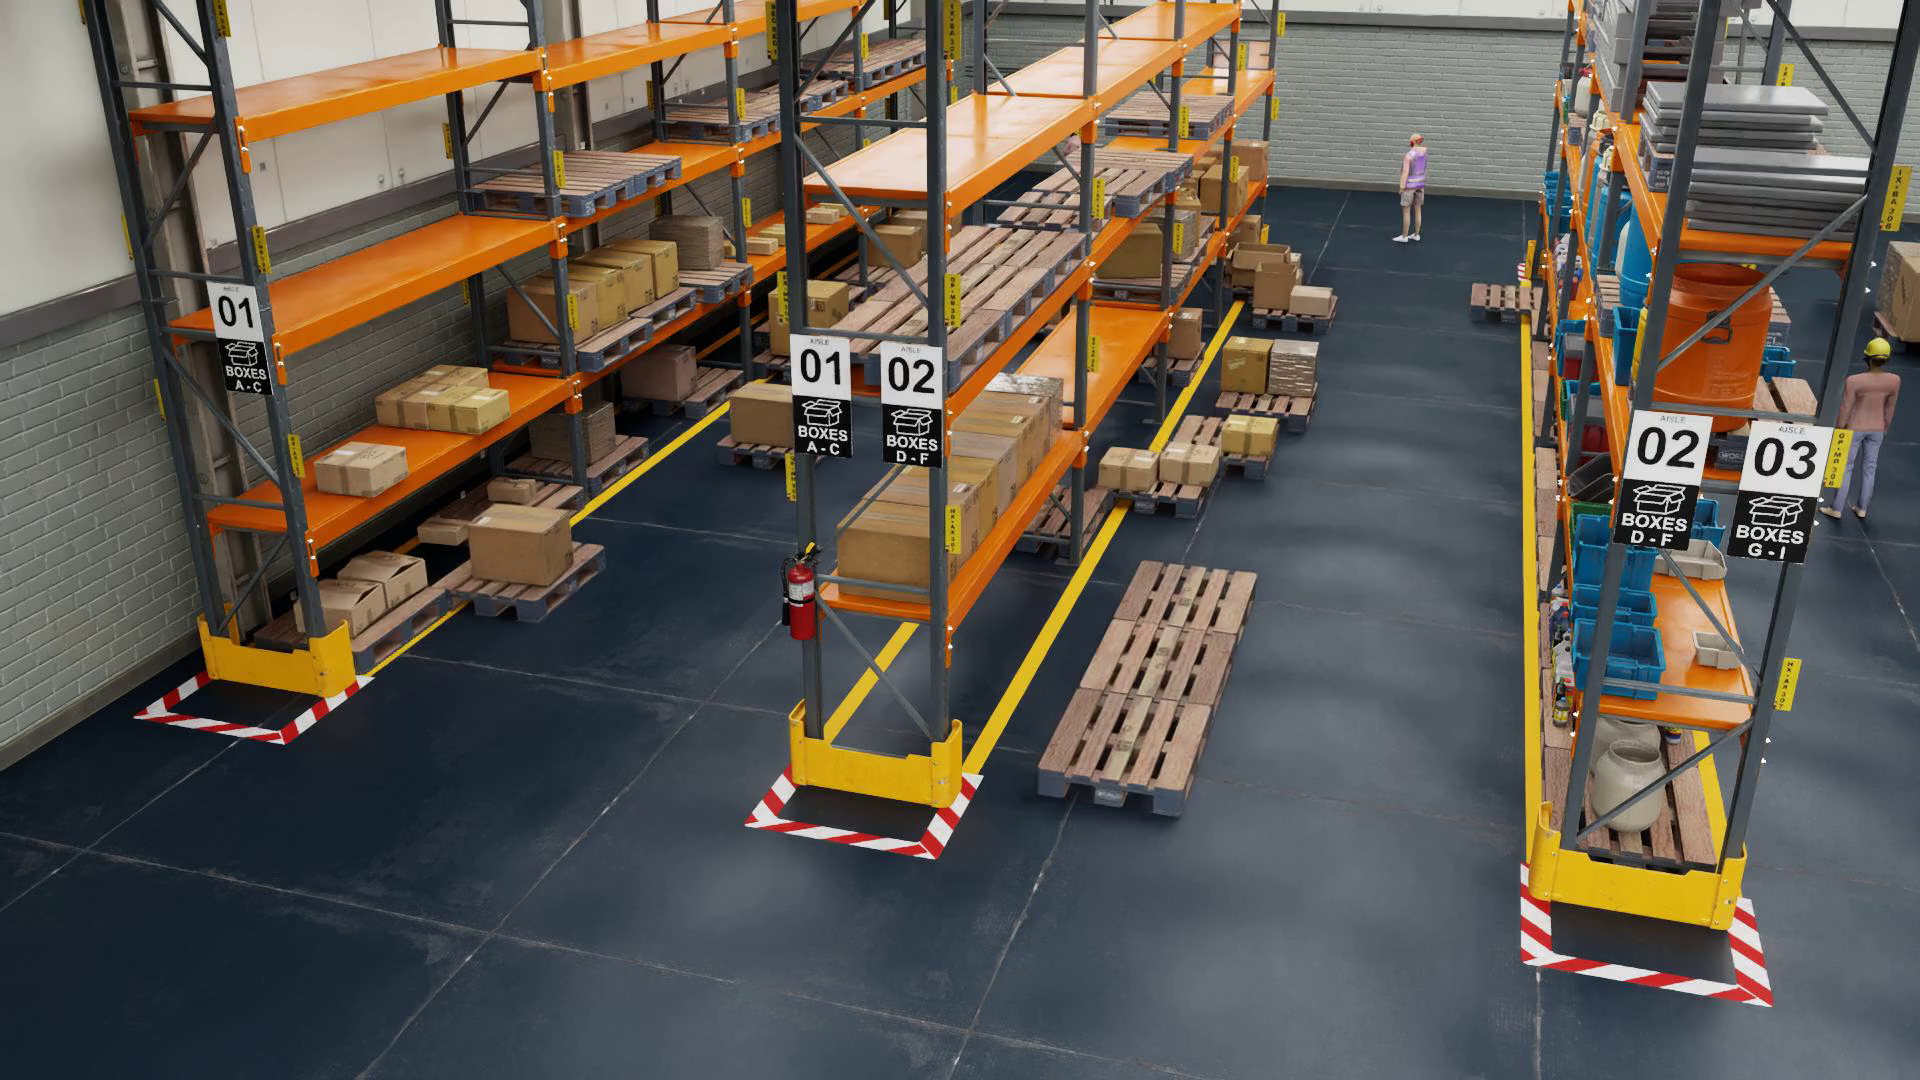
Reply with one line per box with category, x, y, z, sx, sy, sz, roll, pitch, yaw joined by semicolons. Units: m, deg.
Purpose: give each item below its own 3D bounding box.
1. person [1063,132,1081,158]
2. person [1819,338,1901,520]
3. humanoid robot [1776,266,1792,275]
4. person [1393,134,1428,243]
person;1.822;-5.929;26.997;0.334;1.800;0.510;1;23;3
person;8.508;-1.044;15.701;0.523;1.769;0.314;0;23;0
humanoid robot;11.813;-4.625;24.141;0.605;1.631;0.696;-19;30;-37
person;7.140;-5.548;26.250;0.489;1.688;0.352;-13;27;-28
